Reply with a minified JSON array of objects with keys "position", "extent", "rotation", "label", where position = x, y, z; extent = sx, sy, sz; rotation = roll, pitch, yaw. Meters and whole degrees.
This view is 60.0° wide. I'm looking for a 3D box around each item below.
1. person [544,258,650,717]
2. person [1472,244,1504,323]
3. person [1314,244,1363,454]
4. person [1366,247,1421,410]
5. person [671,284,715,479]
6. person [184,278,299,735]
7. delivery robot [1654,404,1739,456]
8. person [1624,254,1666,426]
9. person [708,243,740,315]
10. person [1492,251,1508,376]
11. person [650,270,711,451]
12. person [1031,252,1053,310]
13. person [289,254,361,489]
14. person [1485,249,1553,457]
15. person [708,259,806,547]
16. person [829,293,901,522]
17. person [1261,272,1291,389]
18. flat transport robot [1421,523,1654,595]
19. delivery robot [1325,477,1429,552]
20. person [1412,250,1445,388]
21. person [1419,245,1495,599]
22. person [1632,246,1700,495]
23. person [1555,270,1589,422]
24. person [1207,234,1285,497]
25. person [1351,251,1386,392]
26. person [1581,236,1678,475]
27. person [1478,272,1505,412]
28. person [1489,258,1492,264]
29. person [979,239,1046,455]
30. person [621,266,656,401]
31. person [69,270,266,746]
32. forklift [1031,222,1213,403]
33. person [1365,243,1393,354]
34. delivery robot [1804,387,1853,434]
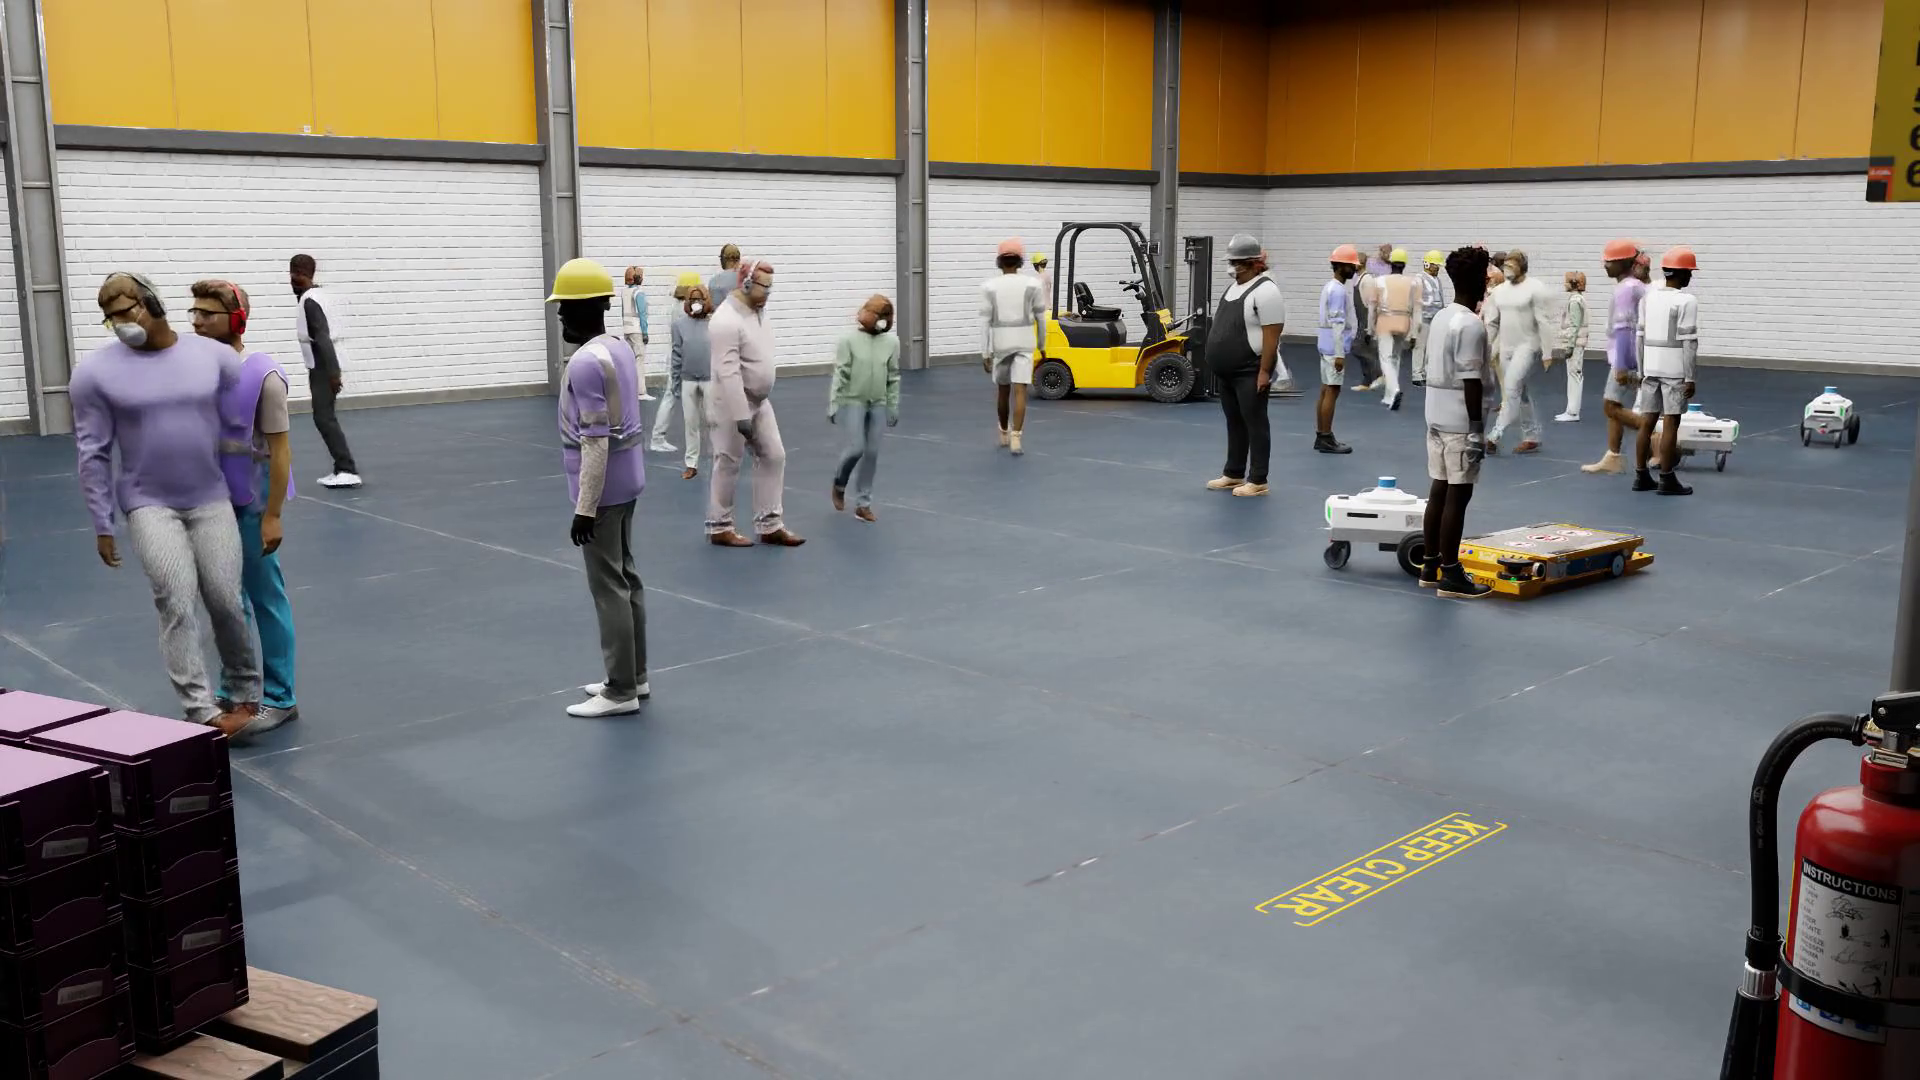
[{"position":[-1.531,-0.213,7.014],"extent":[0.384,1.925,0.593],"rotation":[1,10,3],"label":"person"},{"position":[6.874,-2.978,22.166],"extent":[0.651,1.901,0.401],"rotation":[10,14,43],"label":"person"},{"position":[3.528,-1.777,15.522],"extent":[0.374,1.934,0.549],"rotation":[1,10,5],"label":"person"},{"position":[5.111,-2.485,19.525],"extent":[0.584,1.889,0.904],"rotation":[-1,10,-4],"label":"person"},{"position":[-2.150,-1.305,13.807],"extent":[0.505,1.629,0.278],"rotation":[2,11,10],"label":"person"},{"position":[-2.951,-0.138,6.818],"extent":[0.566,1.850,0.389],"rotation":[5,12,27],"label":"person"},{"position":[6.378,-0.941,14.476],"extent":[0.707,0.478,0.477],"rotation":[3,11,17],"label":"delivery robot"},{"position":[7.229,-2.099,17.578],"extent":[0.967,1.824,0.625],"rotation":[-9,14,-41],"label":"person"},{"position":[-2.366,-2.105,17.304],"extent":[0.372,1.940,0.632],"rotation":[9,14,40],"label":"person"},{"position":[7.347,-3.067,22.887],"extent":[0.671,1.819,0.590],"rotation":[1,10,5],"label":"person"},{"position":[-2.549,-1.683,15.653],"extent":[0.897,1.691,0.503],"rotation":[-7,13,-35],"label":"person"},{"position":[1.223,-3.464,25.193],"extent":[0.329,1.764,0.524],"rotation":[5,11,25],"label":"person"},{"position":[-5.135,-1.361,13.427],"extent":[0.452,1.872,0.652],"rotation":[-3,11,-18],"label":"person"},{"position":[5.022,-1.702,15.236],"extent":[0.998,1.889,0.659],"rotation":[-5,12,-26],"label":"person"},{"position":[-1.318,-0.853,10.666],"extent":[0.774,1.864,0.661],"rotation":[4,11,20],"label":"person"},{"position":[-0.689,-0.941,11.814],"extent":[0.563,1.611,0.416],"rotation":[-6,12,-30],"label":"person"},{"position":[3.921,-2.887,21.883],"extent":[0.993,1.837,0.571],"rotation":[-1,10,-7],"label":"person"},{"position":[3.444,0.093,9.866],"extent":[1.431,0.197,0.652],"rotation":[-8,13,-38],"label":"flat transport robot"},{"position":[2.586,-0.141,10.110],"extent":[0.707,0.478,0.477],"rotation":[4,11,19],"label":"delivery robot"},{"position":[6.246,-2.943,22.187],"extent":[0.403,1.824,0.586],"rotation":[9,14,41],"label":"person"},{"position":[2.809,-0.662,9.352],"extent":[0.361,1.965,0.613],"rotation":[-1,10,-4],"label":"person"},{"position":[5.552,-1.319,13.020],"extent":[0.362,1.935,0.553],"rotation":[-4,11,-22],"label":"person"},{"position":[6.676,-2.104,18.109],"extent":[0.315,1.641,0.515],"rotation":[5,11,24],"label":"person"},{"position":[2.184,-1.362,12.970],"extent":[0.535,2.000,0.684],"rotation":[-4,11,-19],"label":"person"},{"position":[5.218,-2.795,21.399],"extent":[0.493,1.818,0.543],"rotation":[1,10,3],"label":"person"},{"position":[5.608,-1.511,13.843],"extent":[0.664,2.020,0.620],"rotation":[6,12,31],"label":"person"},{"position":[5.988,-2.245,18.964],"extent":[0.794,1.599,0.591],"rotation":[0,10,-2],"label":"person"},{"position":[8.367,-3.603,26.134],"extent":[0.317,1.696,0.538],"rotation":[-10,14,-43],"label":"person"},{"position":[0.492,-1.808,15.560],"extent":[0.617,1.998,1.022],"rotation":[2,11,9],"label":"person"},{"position":[-3.984,-2.529,20.430],"extent":[0.309,1.641,0.512],"rotation":[-8,13,-39],"label":"person"},{"position":[-3.066,-0.098,6.543],"extent":[0.677,1.901,0.492],"rotation":[-7,12,-33],"label":"person"},{"position":[1.935,-2.847,20.651],"extent":[2.313,2.155,1.214],"rotation":[2,11,13],"label":"forklift"},{"position":[7.066,-4.013,27.850],"extent":[0.669,1.888,0.461],"rotation":[-5,12,-27],"label":"person"},{"position":[8.422,-1.243,16.120],"extent":[0.477,0.478,0.707],"rotation":[7,13,33],"label":"delivery robot"}]
